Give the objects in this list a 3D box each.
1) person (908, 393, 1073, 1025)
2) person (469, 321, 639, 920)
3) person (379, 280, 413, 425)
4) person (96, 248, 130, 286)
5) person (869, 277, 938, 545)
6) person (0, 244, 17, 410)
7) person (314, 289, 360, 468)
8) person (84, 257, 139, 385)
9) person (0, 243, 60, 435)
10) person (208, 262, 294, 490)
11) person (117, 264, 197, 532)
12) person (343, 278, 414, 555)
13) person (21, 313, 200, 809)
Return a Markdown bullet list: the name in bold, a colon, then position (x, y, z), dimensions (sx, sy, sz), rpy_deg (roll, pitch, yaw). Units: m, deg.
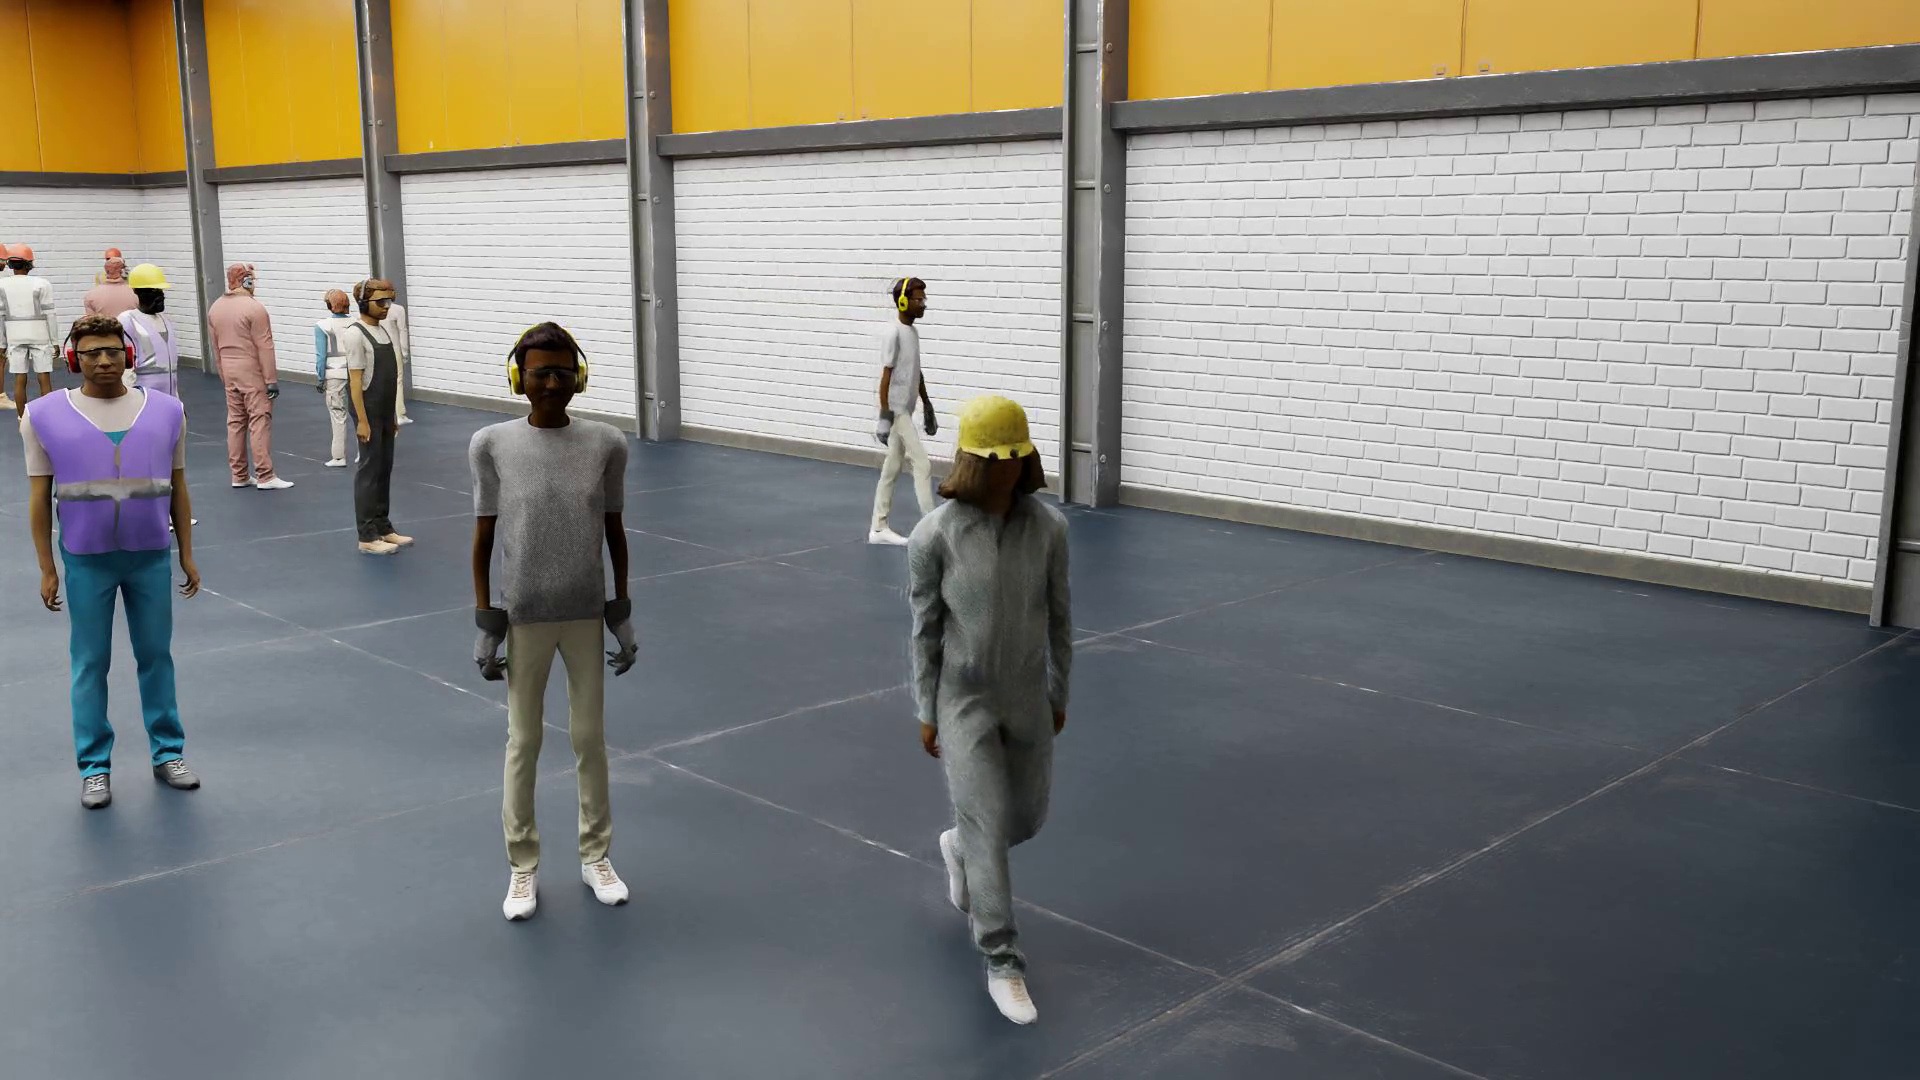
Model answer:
- **person**: position (0.064, 0.426, 4.709), dimensions (0.488, 1.720, 0.691), rpy_deg (-4, 11, -22)
- **person**: position (-1.274, 0.253, 5.239), dimensions (0.512, 1.869, 0.328), rpy_deg (-4, 11, -22)
- **person**: position (-6.468, -2.111, 18.769), dimensions (0.501, 1.631, 0.285), rpy_deg (1, 10, 4)
- **person**: position (-13.186, -3.598, 26.052), dimensions (0.551, 1.932, 0.378), rpy_deg (-1, 10, -6)
- **person**: position (-0.262, -0.855, 11.343), dimensions (0.846, 1.837, 0.562), rpy_deg (2, 11, 13)
- **person**: position (-11.771, -2.612, 20.408), dimensions (0.392, 2.034, 0.605), rpy_deg (-7, 12, -32)
- **person**: position (-5.694, -1.488, 15.350), dimensions (0.309, 1.641, 0.514), rpy_deg (8, 13, 38)
- **person**: position (-8.670, -1.966, 17.240), dimensions (0.643, 1.905, 0.399), rpy_deg (-4, 11, -20)
- **person**: position (-9.961, -2.137, 17.787), dimensions (0.605, 2.045, 0.378), rpy_deg (-3, 11, -14)
- **person**: position (-5.961, -1.367, 13.970), dimensions (0.643, 1.908, 0.411), rpy_deg (5, 12, 26)
- **person**: position (-5.819, -1.023, 12.026), dimensions (0.370, 1.928, 0.585), rpy_deg (1, 10, 6)
- **person**: position (-3.932, -0.830, 11.204), dimensions (0.330, 1.844, 0.520), rpy_deg (1, 10, 4)
- **person**: position (-3.196, 0.067, 6.308), dimensions (0.565, 1.846, 0.390), rpy_deg (-9, 14, -40)
